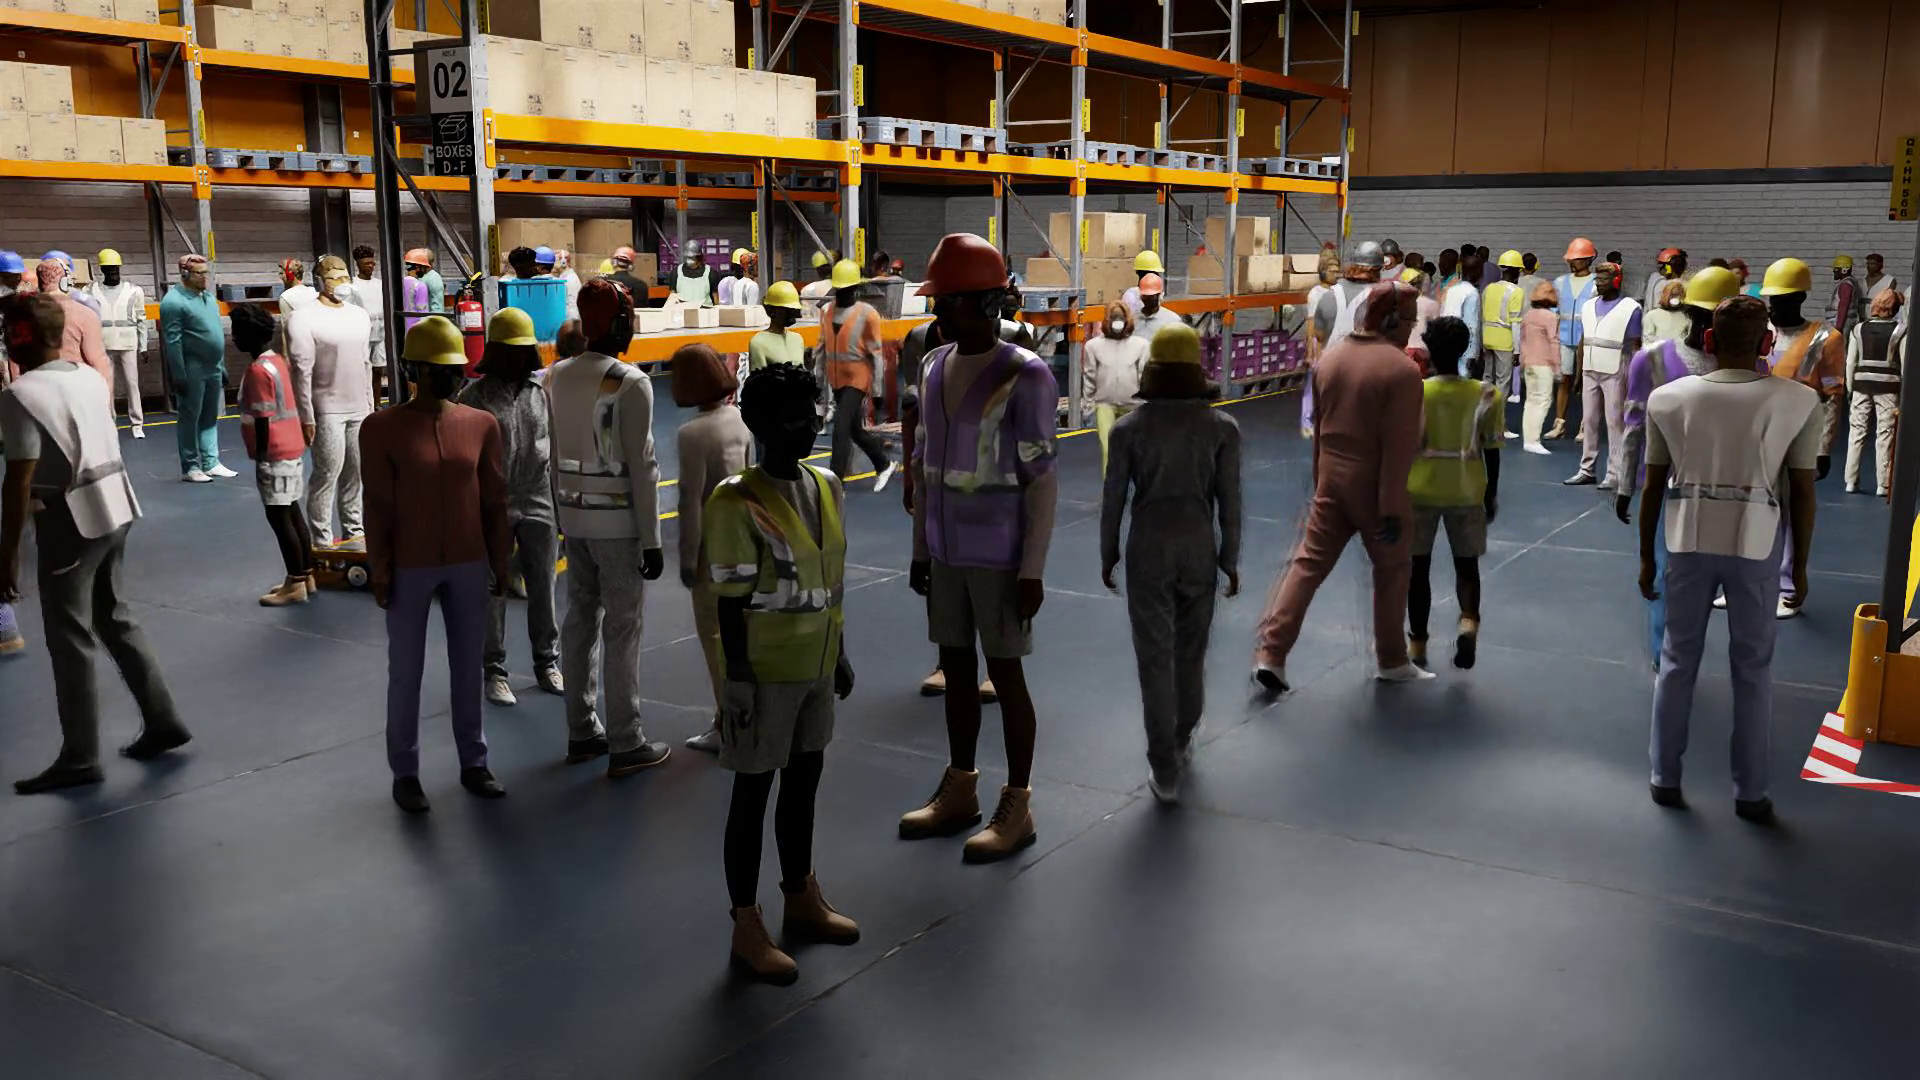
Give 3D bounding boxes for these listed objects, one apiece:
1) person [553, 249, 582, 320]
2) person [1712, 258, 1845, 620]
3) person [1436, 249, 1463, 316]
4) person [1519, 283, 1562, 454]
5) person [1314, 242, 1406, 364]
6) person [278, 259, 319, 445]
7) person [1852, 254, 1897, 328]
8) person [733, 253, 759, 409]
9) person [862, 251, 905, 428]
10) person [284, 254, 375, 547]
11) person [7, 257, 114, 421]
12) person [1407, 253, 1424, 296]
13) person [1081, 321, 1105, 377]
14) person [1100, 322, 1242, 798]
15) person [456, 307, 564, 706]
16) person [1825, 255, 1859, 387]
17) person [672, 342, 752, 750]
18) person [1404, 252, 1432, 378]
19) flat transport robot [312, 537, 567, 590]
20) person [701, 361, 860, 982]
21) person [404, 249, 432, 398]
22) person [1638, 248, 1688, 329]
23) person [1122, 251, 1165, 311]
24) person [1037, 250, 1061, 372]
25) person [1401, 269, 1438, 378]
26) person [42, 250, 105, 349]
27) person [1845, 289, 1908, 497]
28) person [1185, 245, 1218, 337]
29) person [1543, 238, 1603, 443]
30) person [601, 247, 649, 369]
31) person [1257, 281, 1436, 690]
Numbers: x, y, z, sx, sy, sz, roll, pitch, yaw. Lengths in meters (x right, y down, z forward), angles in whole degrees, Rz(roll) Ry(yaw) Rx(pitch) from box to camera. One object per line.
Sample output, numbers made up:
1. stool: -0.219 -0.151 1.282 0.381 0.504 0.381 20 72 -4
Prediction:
1. person: -4.874 -2.622 20.530 0.399 1.909 0.642 -5 11 -25
2. person: 4.386 -0.538 8.933 0.380 1.923 0.595 -7 13 -35
3. person: 5.925 -2.547 20.087 0.386 1.916 0.590 -1 10 -8
4. person: 5.542 -1.647 15.930 0.366 1.618 0.591 -3 11 -18
5. person: 3.143 -1.283 12.740 0.920 2.000 0.701 -9 14 -42
6. person: -6.494 -1.850 16.455 0.394 1.836 0.560 3 11 14
7. person: 12.588 -3.015 22.910 0.394 1.837 0.565 -5 11 -25
8. person: -2.319 -2.238 18.471 0.355 1.882 0.575 -6 12 -30
9. person: -0.829 -2.108 17.696 0.595 1.907 0.415 -7 13 -35
10. person: -3.794 -0.766 10.153 0.359 1.938 0.635 4 11 23
11. person: -5.967 -0.922 11.109 0.654 1.906 0.406 1 10 3
12. person: 6.248 -3.049 23.078 0.351 1.842 0.507 3 11 16
13. person: 1.993 -3.365 24.437 0.408 1.985 0.621 -9 13 -40
14. person: 0.770 0.047 6.246 0.506 1.710 0.800 0 10 -3
15. person: -1.930 -0.144 7.277 0.484 1.737 0.322 -8 13 -36
16. person: 12.025 -2.972 22.710 0.403 1.824 0.591 6 12 30
17. person: -0.965 0.026 6.642 0.305 1.626 0.495 4 11 21
18. person: 6.545 -3.255 24.221 0.624 1.845 0.430 5 12 27
19. flat transport robot: -3.132 0.115 9.899 1.431 0.197 0.652 2 10 11
20. person: -0.488 0.352 4.635 0.318 1.697 0.535 6 12 32
21. person: -6.143 -2.321 18.832 0.552 1.923 0.391 8 13 38
22. person: 9.001 -2.800 21.456 0.596 1.920 0.618 -4 11 -19
23. person: 1.652 -1.630 14.975 0.384 1.924 0.593 6 12 28
24. person: 1.327 -3.533 25.653 0.604 1.873 0.563 -8 13 -38
25. person: 4.810 -2.031 17.807 0.523 1.709 0.874 -2 10 -9
26. person: -7.397 -1.426 13.821 0.620 1.938 0.417 3 11 17
27. person: 7.269 -1.162 13.176 0.315 1.641 0.515 -7 12 -33
28. person: 3.684 -3.513 25.381 0.553 1.935 0.362 -4 11 -20
29. person: 6.180 -1.988 16.651 0.610 2.037 0.398 10 14 43
30. person: -3.785 -2.307 18.677 0.633 1.938 0.872 -5 11 -27
31. person: 1.746 -0.213 7.412 0.978 1.870 0.677 -6 12 -31
